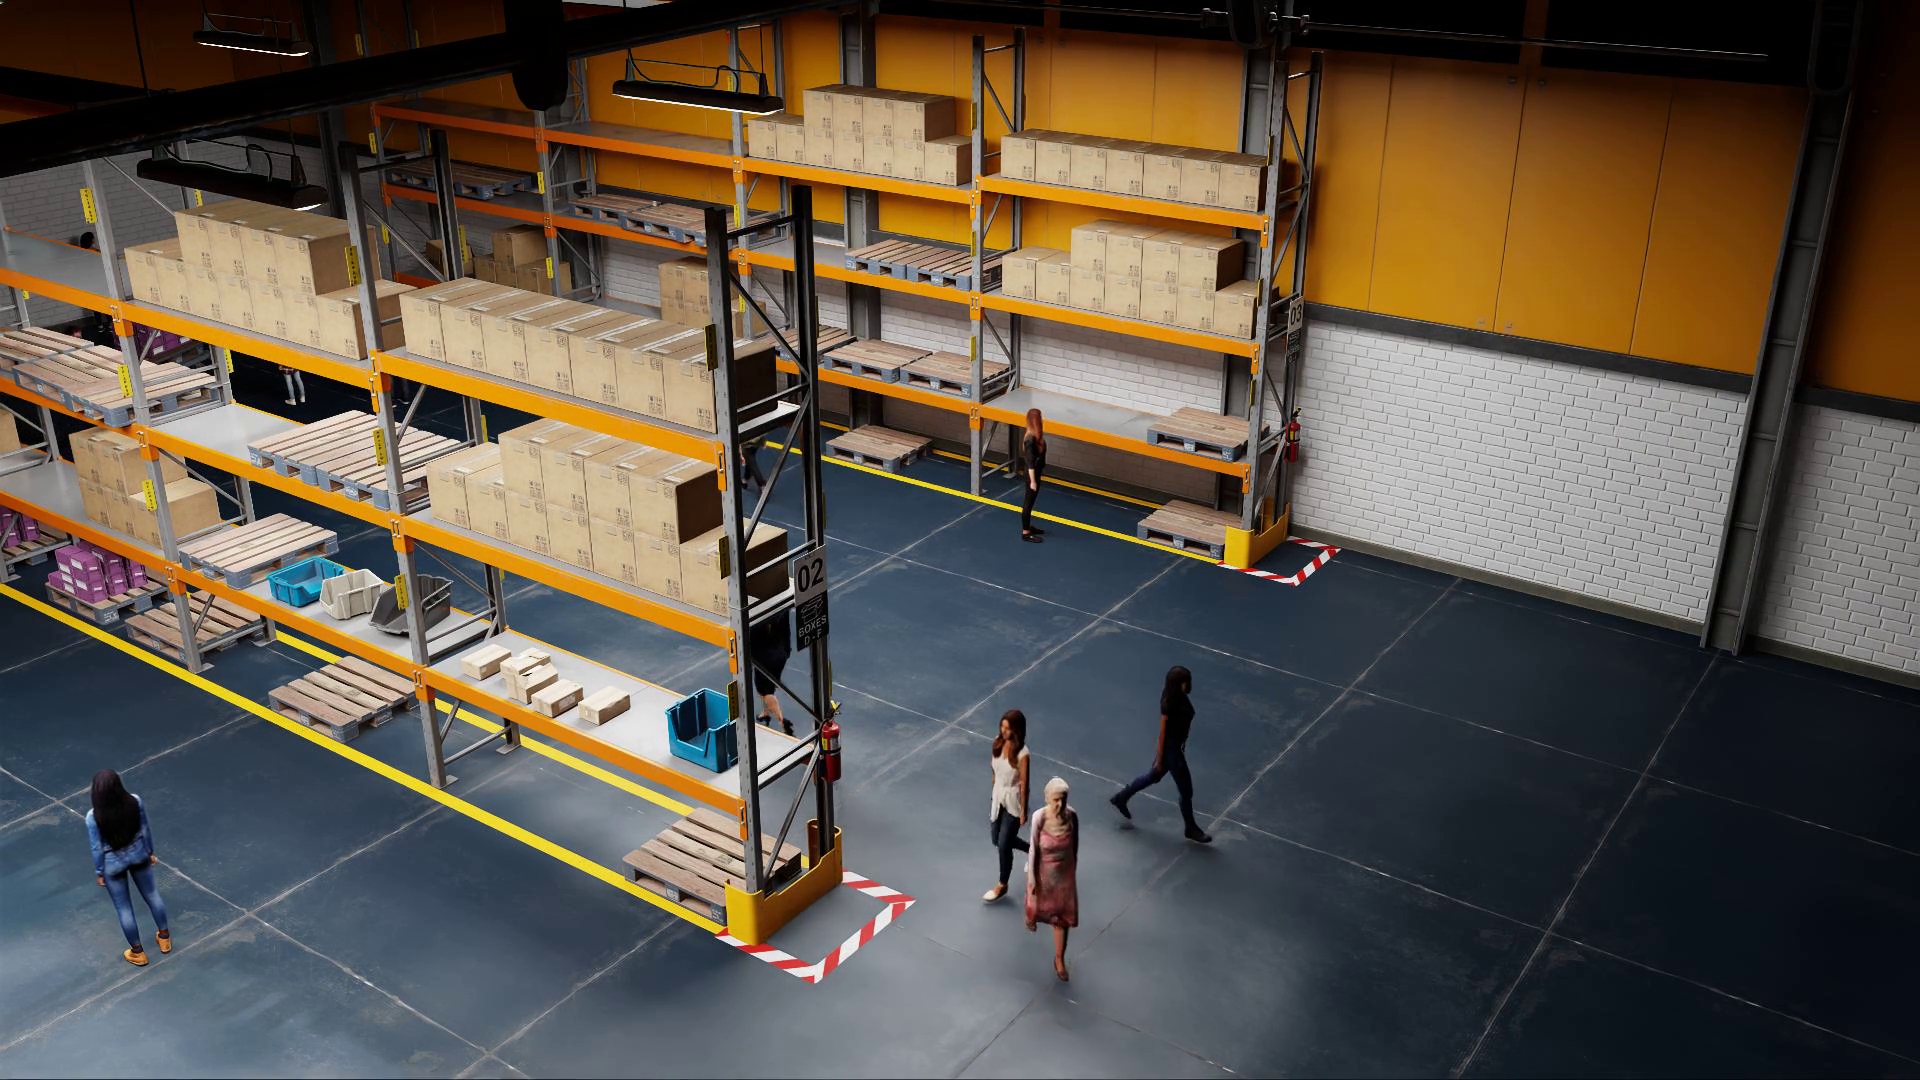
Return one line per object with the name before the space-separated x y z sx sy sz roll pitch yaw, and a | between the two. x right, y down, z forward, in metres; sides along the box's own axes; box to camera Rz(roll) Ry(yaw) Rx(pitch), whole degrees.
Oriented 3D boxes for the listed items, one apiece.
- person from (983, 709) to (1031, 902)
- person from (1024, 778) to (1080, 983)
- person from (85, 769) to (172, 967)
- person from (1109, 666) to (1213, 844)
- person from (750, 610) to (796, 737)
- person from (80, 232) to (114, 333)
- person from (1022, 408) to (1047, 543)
person | 0.479 2.182 13.906 0.824 1.767 0.897 -16 29 -33
person | 0.688 2.588 13.102 0.986 1.666 1.086 -6 24 -14
person | -6.572 2.560 13.108 0.549 1.712 0.625 19 30 36
person | 1.771 1.870 14.709 1.237 1.694 0.716 10 26 22
person | -1.855 1.204 16.288 0.879 1.650 1.088 -18 29 -35
person | -15.201 -4.552 29.307 0.643 1.770 0.753 2 24 4
person | 0.897 -0.835 20.875 0.672 1.713 0.680 3 24 8
